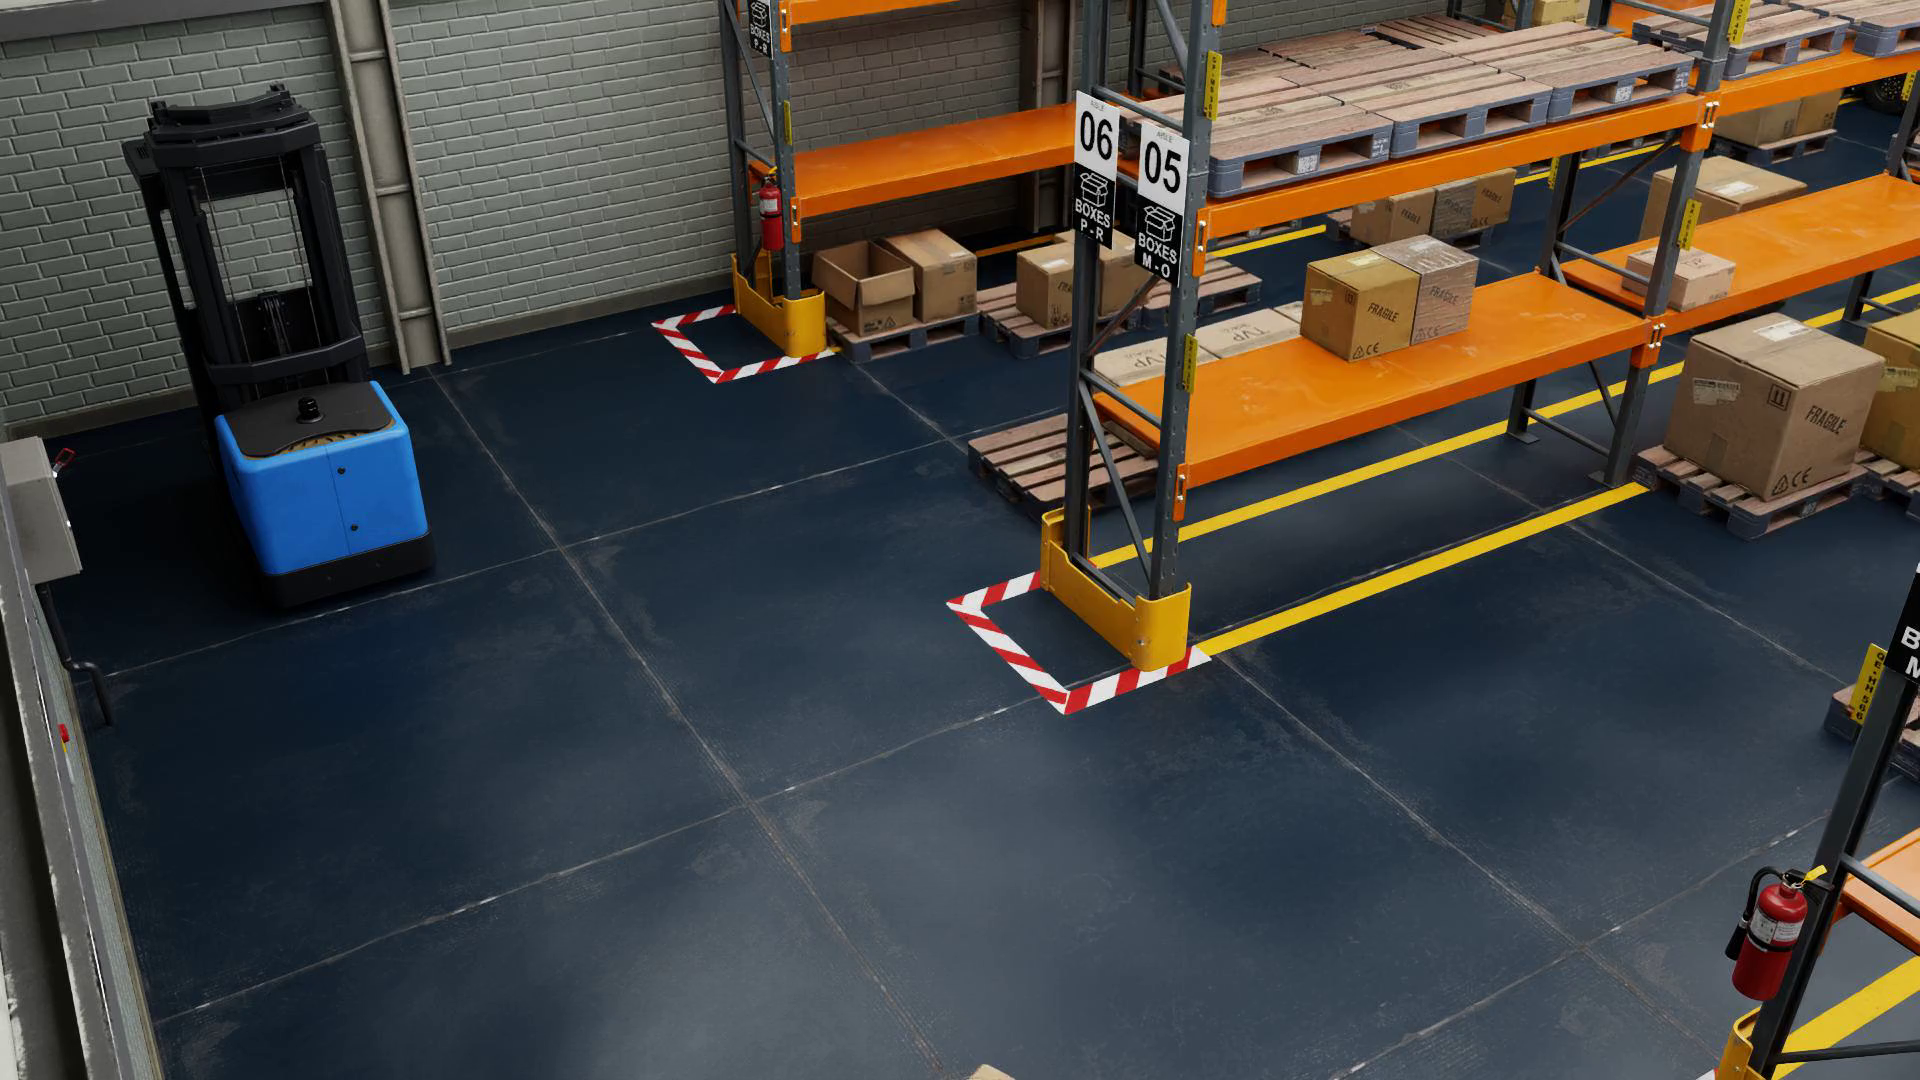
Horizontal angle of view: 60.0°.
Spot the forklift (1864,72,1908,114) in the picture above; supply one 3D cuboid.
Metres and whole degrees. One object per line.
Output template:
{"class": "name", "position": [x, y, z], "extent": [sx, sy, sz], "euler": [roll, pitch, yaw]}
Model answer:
{"class": "forklift", "position": [11.468, -5.645, 18.244], "extent": [1.214, 2.155, 2.313], "euler": [-17, 36, -26]}

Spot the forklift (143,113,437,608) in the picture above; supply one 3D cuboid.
{"class": "forklift", "position": [-4.289, -1.259, 10.509], "extent": [1.129, 2.768, 1.873], "euler": [-17, 36, -26]}

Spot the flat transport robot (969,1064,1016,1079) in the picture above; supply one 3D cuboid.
{"class": "flat transport robot", "position": [0.112, 2.974, 6.132], "extent": [1.431, 0.231, 0.659], "euler": [19, 36, 28]}
